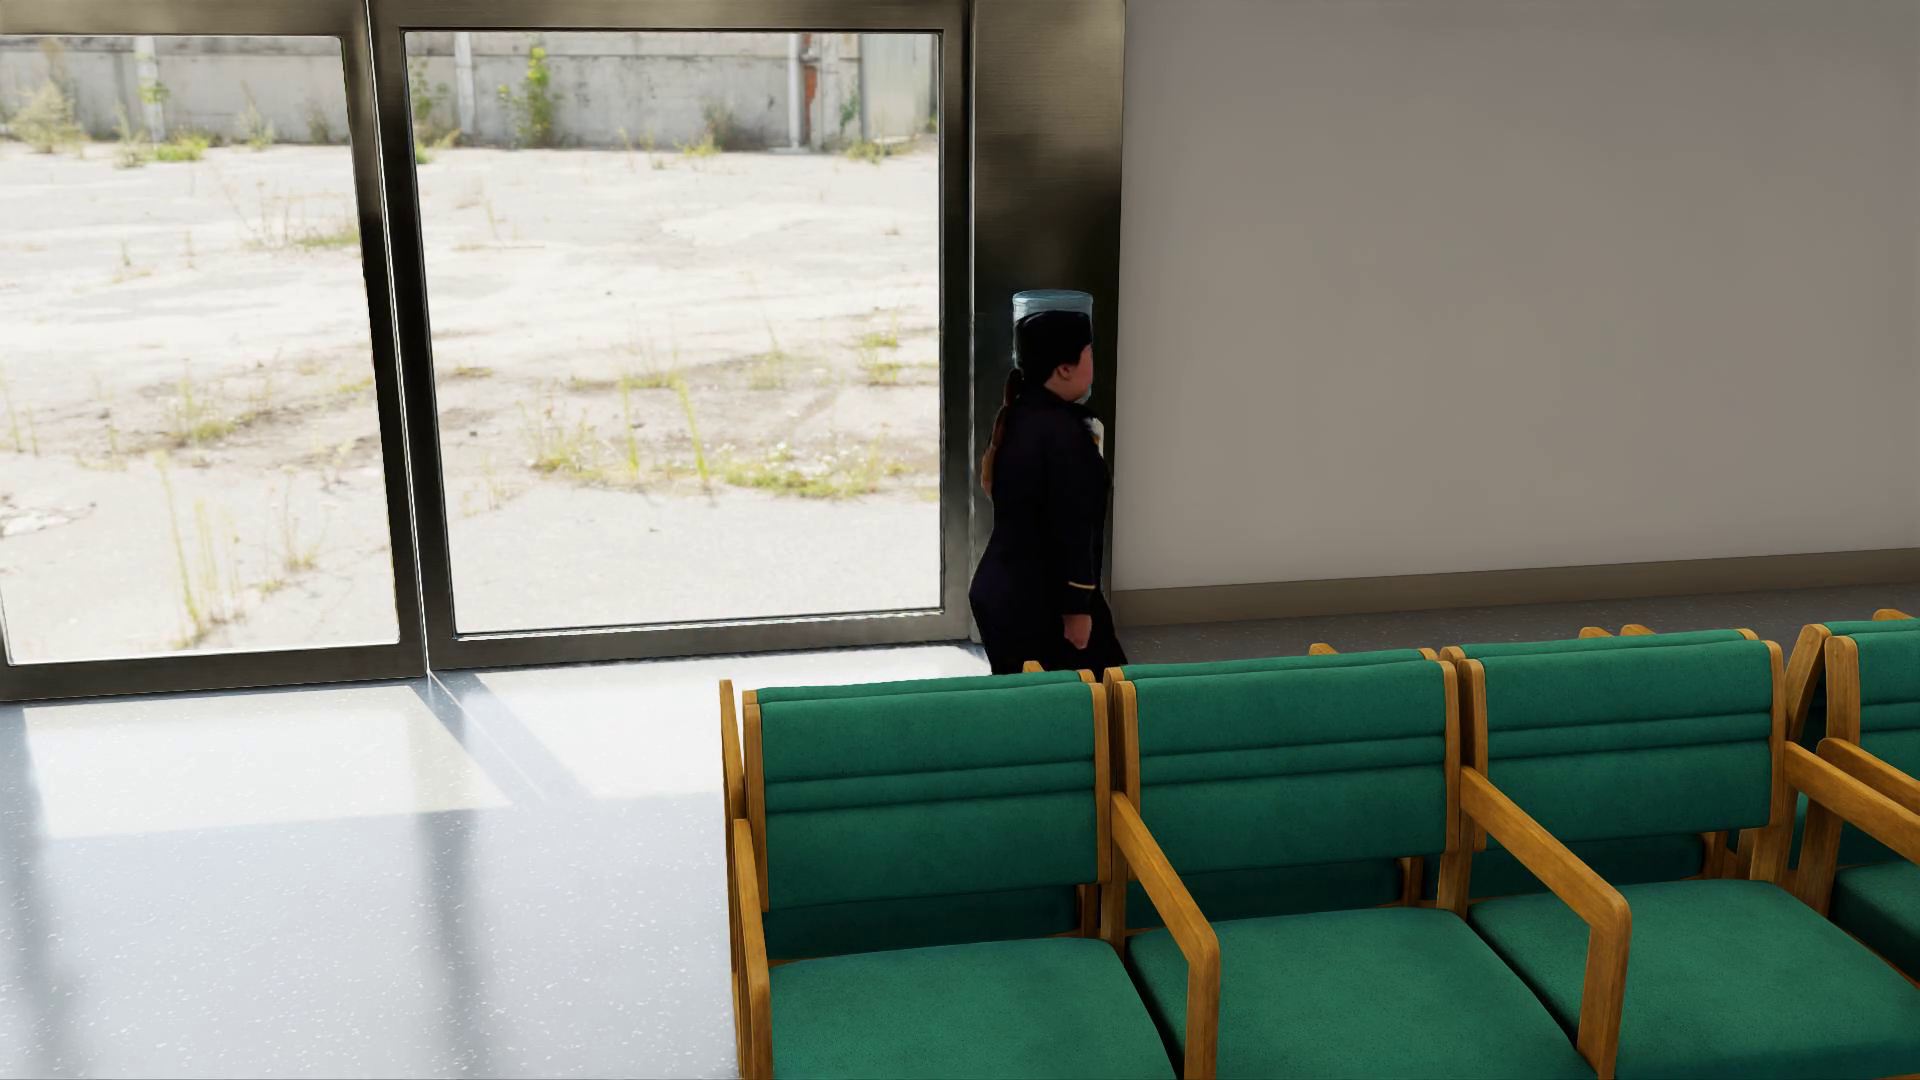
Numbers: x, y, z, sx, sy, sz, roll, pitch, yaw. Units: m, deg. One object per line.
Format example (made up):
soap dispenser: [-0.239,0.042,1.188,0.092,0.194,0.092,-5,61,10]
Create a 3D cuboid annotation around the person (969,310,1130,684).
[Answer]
person: [0.166,0.187,4.781,0.876,1.661,0.807,-7,17,-23]
